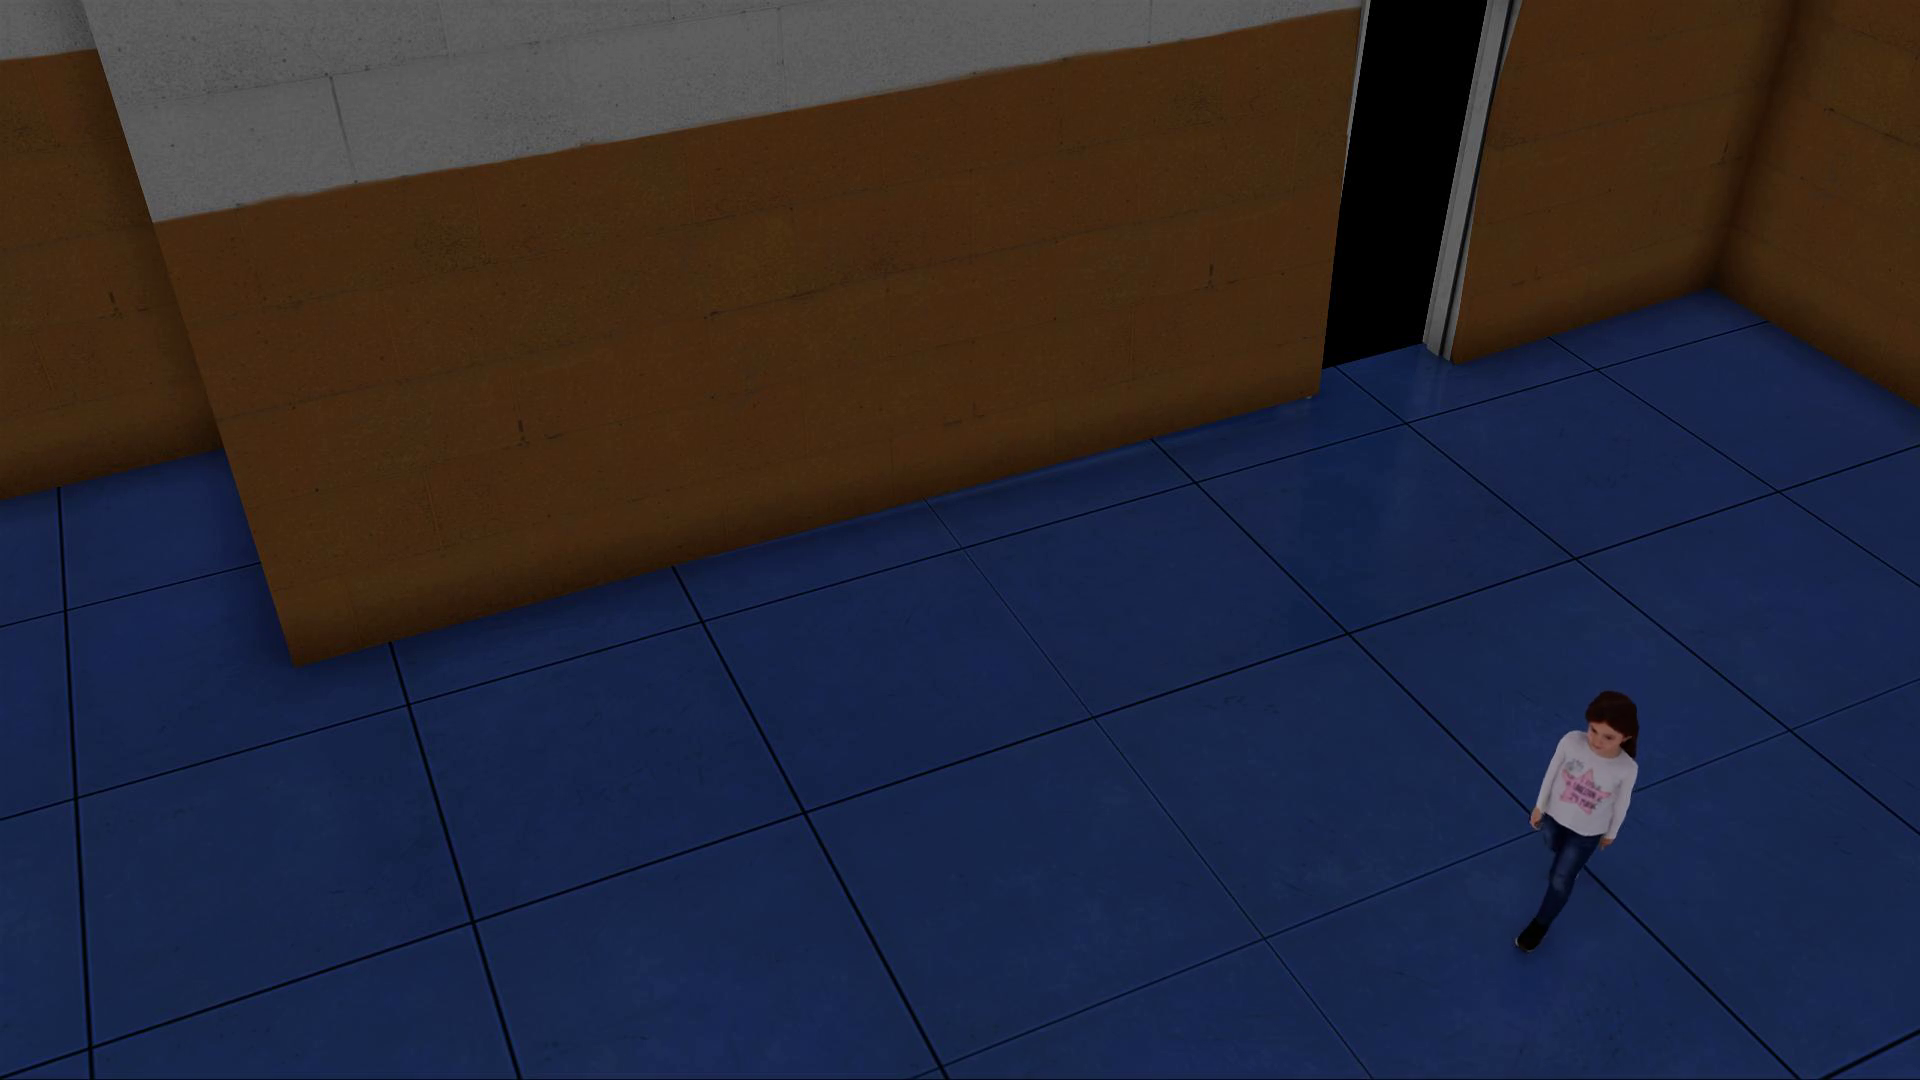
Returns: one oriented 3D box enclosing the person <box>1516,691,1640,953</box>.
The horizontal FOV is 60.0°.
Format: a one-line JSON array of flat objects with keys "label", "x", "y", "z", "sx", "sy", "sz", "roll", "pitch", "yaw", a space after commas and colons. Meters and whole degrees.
[{"label": "person", "x": 2.252, "y": 0.958, "z": 6.013, "sx": 0.659, "sy": 1.092, "sz": 0.772, "roll": -30, "pitch": 46, "yaw": -34}]
